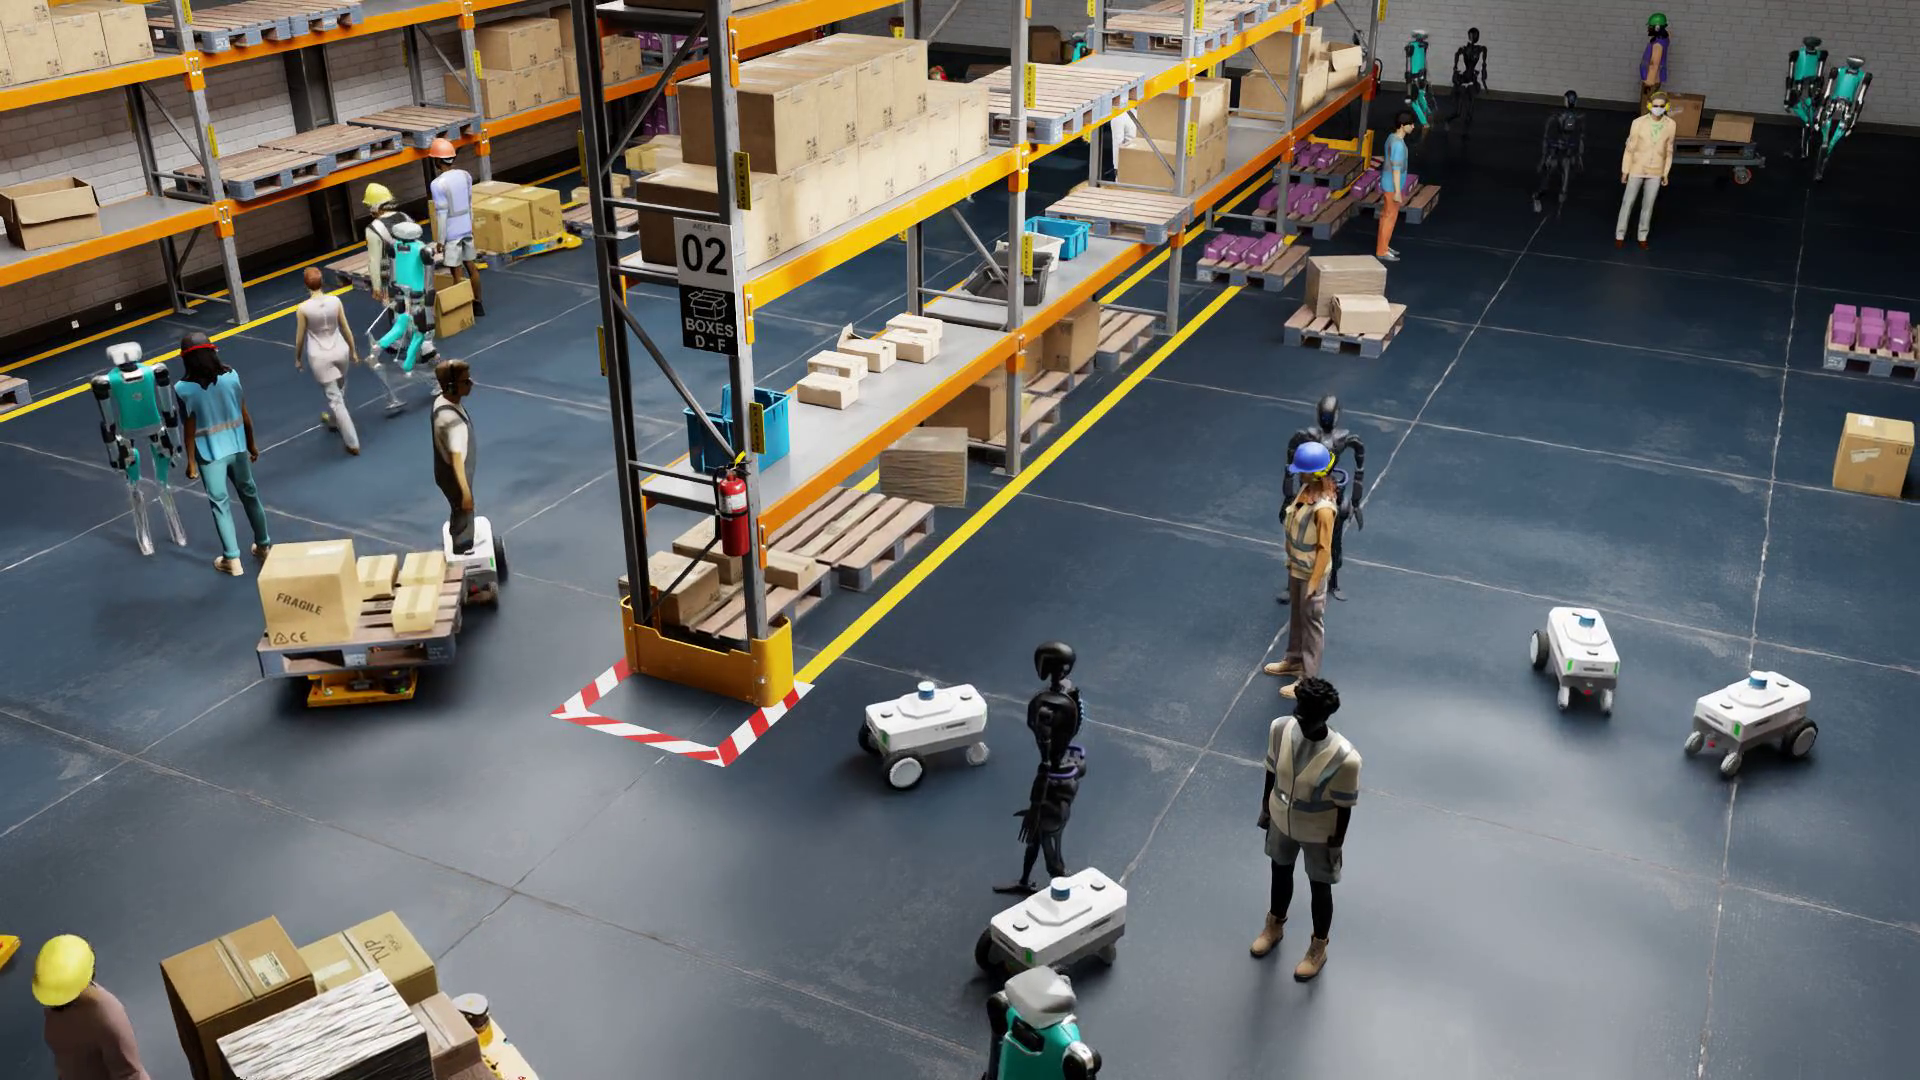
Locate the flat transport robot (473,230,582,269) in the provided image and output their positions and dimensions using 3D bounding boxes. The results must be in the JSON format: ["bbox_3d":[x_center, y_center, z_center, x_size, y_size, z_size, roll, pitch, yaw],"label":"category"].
[{"bbox_3d":[-5.319,-3.534,19.917,0.659,0.231,1.431,23,34,38],"label":"flat transport robot"}]

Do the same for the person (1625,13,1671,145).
[{"bbox_3d":[10.280,-6.849,24.754,0.435,1.923,0.539,8,28,16],"label":"person"}]

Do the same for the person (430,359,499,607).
[{"bbox_3d":[-3.556,-0.414,11.856,0.347,1.836,0.502,-10,28,-19],"label":"person"}]

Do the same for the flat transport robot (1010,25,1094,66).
[{"bbox_3d":[1.676,-8.136,29.212,1.431,0.231,0.659,21,33,36],"label":"flat transport robot"}]

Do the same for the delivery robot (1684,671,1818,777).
[{"bbox_3d":[4.886,1.086,10.262,0.781,0.595,0.499,-14,30,-26],"label":"delivery robot"}]

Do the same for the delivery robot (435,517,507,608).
[{"bbox_3d":[-3.602,0.119,12.234,0.499,0.611,0.792,-8,27,-16],"label":"delivery robot"}]

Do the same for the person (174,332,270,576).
[{"bbox_3d":[-5.437,-0.633,12.256,0.372,1.865,0.540,22,34,37],"label":"person"}]

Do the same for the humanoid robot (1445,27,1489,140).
[{"bbox_3d":[7.685,-6.937,25.210,0.600,1.645,0.507,-6,27,-12],"label":"humanoid robot"}]

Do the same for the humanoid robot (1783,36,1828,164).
[{"bbox_3d":[12.144,-6.214,23.741,0.535,1.776,1.011,0,26,-1],"label":"humanoid robot"}]

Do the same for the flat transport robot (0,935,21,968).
[{"bbox_3d":[-5.321,2.339,8.053,0.659,0.231,1.431,4,27,8],"label":"flat transport robot"}]

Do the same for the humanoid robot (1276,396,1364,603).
[{"bbox_3d":[2.579,-0.295,11.809,0.598,1.632,0.465,5,27,11],"label":"humanoid robot"}]

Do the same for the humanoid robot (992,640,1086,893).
[{"bbox_3d":[0.439,1.278,8.643,0.615,1.636,0.621,8,27,15],"label":"humanoid robot"}]

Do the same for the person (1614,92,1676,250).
[{"bbox_3d":[8.199,-4.419,19.896,0.565,1.875,0.391,4,27,8],"label":"person"}]

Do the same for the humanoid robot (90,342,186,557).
[{"bbox_3d":[-6.188,-0.681,12.550,0.531,1.811,0.762,-20,33,-34],"label":"humanoid robot"}]

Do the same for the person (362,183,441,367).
[{"bbox_3d":[-5.513,-2.593,16.312,0.847,1.803,0.604,11,28,21],"label":"person"}]

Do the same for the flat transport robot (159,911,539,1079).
[{"bbox_3d":[-2.712,2.590,7.547,1.431,0.231,0.659,-20,32,-34],"label":"flat transport robot"}]

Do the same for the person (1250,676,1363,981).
[{"bbox_3d":[1.721,1.418,8.307,0.320,1.693,0.532,-24,35,-39],"label":"person"}]

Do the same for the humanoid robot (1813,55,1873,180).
[{"bbox_3d":[11.883,-5.626,22.545,0.584,1.750,1.050,14,29,25],"label":"humanoid robot"}]

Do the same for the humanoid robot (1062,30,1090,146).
[{"bbox_3d":[1.570,-6.566,24.387,1.028,1.733,0.550,-3,26,-6],"label":"humanoid robot"}]

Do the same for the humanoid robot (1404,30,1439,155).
[{"bbox_3d":[6.791,-6.479,24.229,0.704,1.803,0.543,21,33,36],"label":"humanoid robot"}]

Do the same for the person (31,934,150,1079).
[{"bbox_3d":[-3.414,2.240,6.599,0.549,1.713,0.581,19,32,34],"label":"person"}]

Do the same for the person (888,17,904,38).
[{"bbox_3d":[-0.912,-7.039,25.298,0.852,1.796,0.513,-9,28,-17],"label":"person"}]

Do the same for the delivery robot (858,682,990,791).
[{"bbox_3d":[-0.210,1.143,10.138,0.789,0.587,0.499,-10,28,-20],"label":"delivery robot"}]

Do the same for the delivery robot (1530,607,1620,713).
[{"bbox_3d":[4.088,0.749,10.965,0.499,0.614,0.818,4,27,7],"label":"delivery robot"}]

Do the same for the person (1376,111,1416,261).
[{"bbox_3d":[5.094,-4.143,19.470,0.344,1.758,0.504,3,26,6],"label":"person"}]

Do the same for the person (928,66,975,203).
[{"bbox_3d":[-0.127,-5.287,21.733,0.667,1.805,0.424,4,27,9],"label":"person"}]

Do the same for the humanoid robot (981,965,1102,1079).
[{"bbox_3d":[0.063,2.507,6.159,0.895,1.845,0.553,-20,33,-35],"label":"humanoid robot"}]

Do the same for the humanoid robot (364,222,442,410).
[{"bbox_3d":[-5.108,-1.959,15.117,0.530,1.731,1.008,13,29,24],"label":"humanoid robot"}]

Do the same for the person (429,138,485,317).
[{"bbox_3d":[-5.302,-3.232,17.429,0.356,1.938,0.541,11,28,22],"label":"person"}]

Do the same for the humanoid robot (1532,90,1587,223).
[{"bbox_3d":[7.614,-4.910,21.141,0.583,1.634,0.695,-2,26,-3],"label":"humanoid robot"}]

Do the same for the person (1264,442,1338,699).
[{"bbox_3d":[2.218,0.185,10.709,0.321,1.771,0.469,-3,27,-7],"label":"person"}]

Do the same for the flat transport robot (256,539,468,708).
[{"bbox_3d":[-4.011,0.688,11.388,0.659,0.231,1.431,-4,27,-9],"label":"flat transport robot"}]

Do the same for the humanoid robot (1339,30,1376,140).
[{"bbox_3d":[5.957,-6.825,24.977,0.601,1.640,0.380,6,27,12],"label":"humanoid robot"}]

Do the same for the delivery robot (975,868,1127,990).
[{"bbox_3d":[0.478,1.987,8.441,0.765,0.593,0.518,-19,32,-33],"label":"delivery robot"}]

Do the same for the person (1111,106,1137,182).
[{"bbox_3d":[2.108,-4.591,20.209,0.640,1.908,0.412,-24,35,-39],"label":"person"}]

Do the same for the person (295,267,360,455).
[{"bbox_3d":[-5.523,-1.588,14.462,0.864,1.604,0.477,24,35,39],"label":"person"}]
